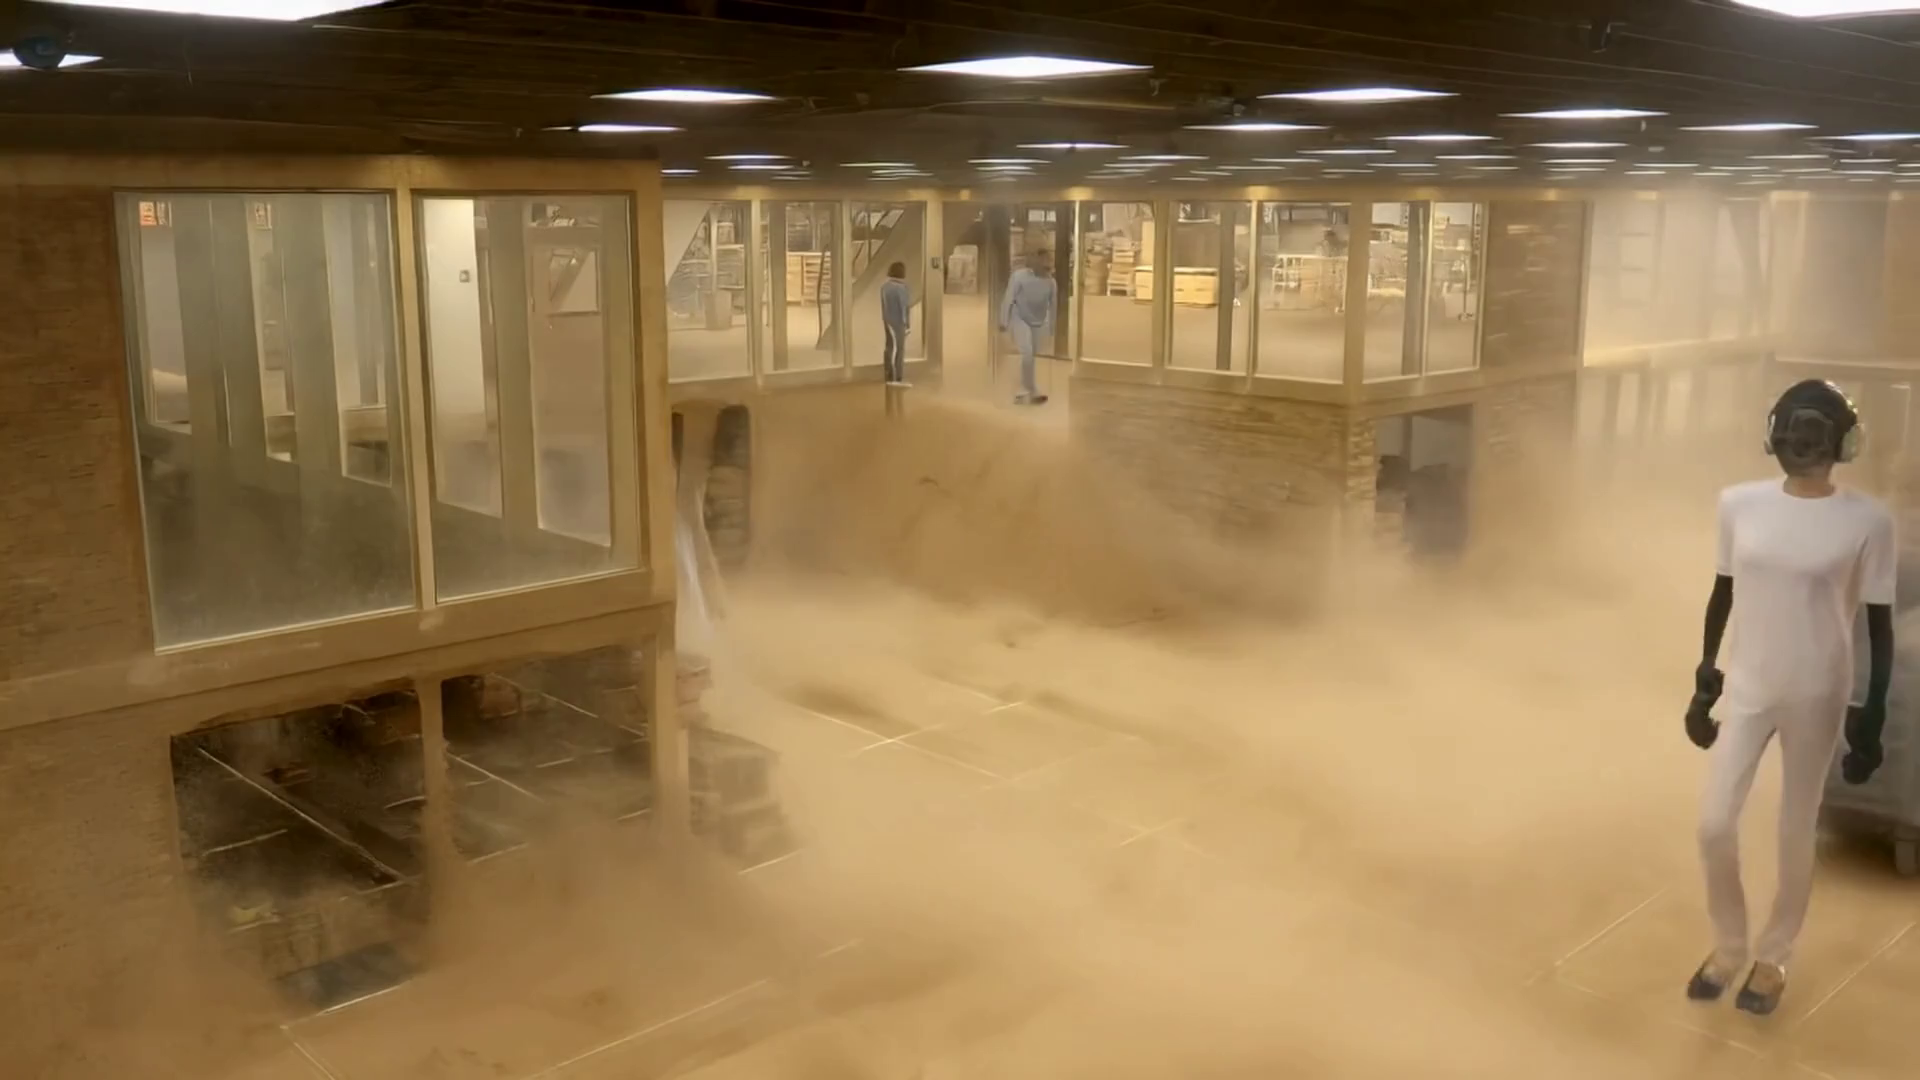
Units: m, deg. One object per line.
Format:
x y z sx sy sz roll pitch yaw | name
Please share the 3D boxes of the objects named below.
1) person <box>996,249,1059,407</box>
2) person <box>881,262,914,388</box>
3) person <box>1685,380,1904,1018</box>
0.852 -2.475 19.516 0.717 1.846 0.944 -6 13 -29 | person
-0.832 -2.804 21.701 0.287 1.631 0.501 -9 14 -38 | person
2.320 0.475 4.712 0.552 1.857 0.493 9 15 39 | person
